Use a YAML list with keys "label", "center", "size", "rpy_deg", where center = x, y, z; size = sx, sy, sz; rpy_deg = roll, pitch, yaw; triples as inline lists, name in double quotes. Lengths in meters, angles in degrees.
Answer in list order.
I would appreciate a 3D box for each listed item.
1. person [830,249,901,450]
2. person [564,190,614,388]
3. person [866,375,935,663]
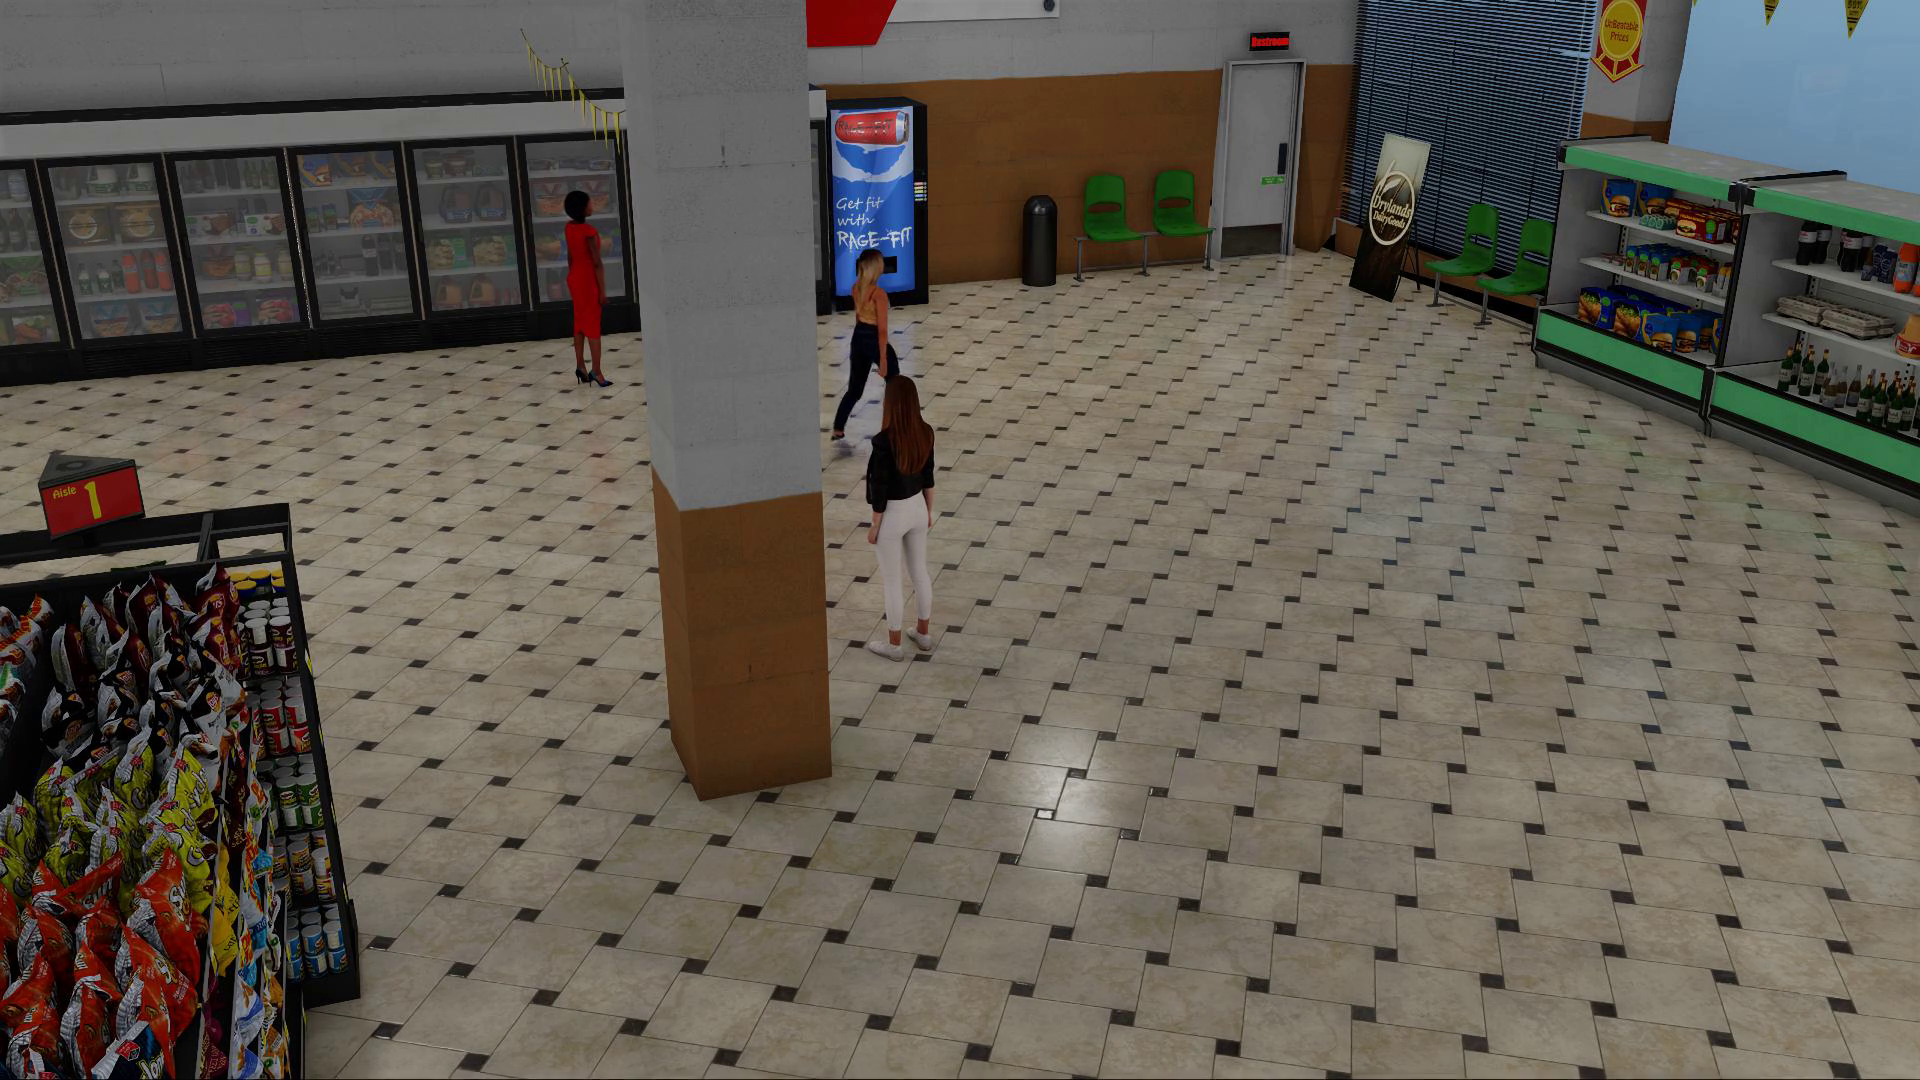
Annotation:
- label: "person"
  center: [-0.765, -1.455, 13.082]
  size: [0.955, 1.588, 1.125]
  rpy_deg: [-20, 29, -40]
- label: "person"
  center: [-3.338, -2.236, 14.820]
  size: [0.588, 1.743, 0.701]
  rpy_deg: [18, 28, 38]
- label: "person"
  center: [-0.337, -0.133, 9.636]
  size: [0.669, 1.704, 0.634]
  rpy_deg: [-17, 27, -36]
